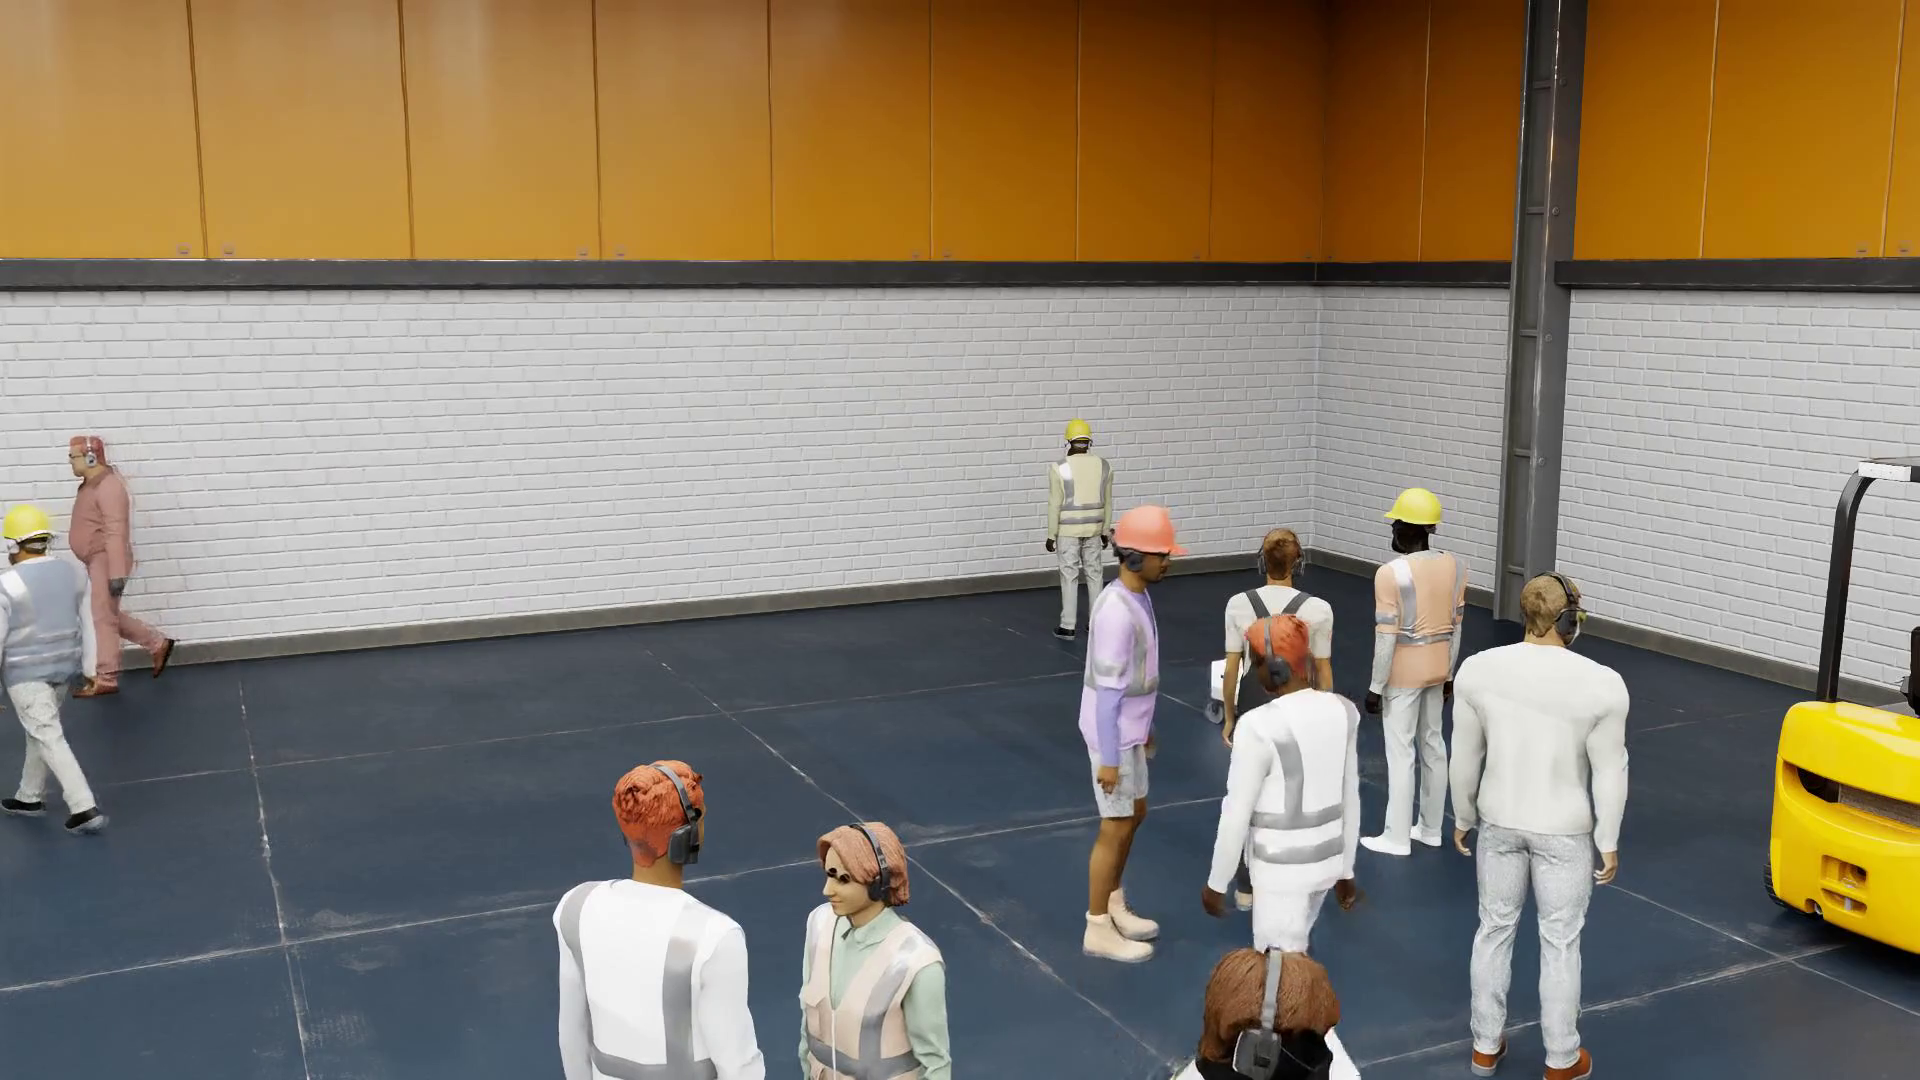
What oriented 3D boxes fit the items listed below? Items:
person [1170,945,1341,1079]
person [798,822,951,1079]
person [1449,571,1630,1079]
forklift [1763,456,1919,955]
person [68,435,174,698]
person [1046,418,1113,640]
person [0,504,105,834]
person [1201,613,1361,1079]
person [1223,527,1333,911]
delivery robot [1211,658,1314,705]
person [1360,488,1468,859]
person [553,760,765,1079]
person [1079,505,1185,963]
[{"bbox_3d":[0.434,1.635,3.116,0.549,1.820,0.653,5,10,27],"label":"person"},{"bbox_3d":[-0.232,1.524,4.354,0.311,1.638,0.521,-9,13,-44],"label":"person"},{"bbox_3d":[2.142,1.078,6.204,0.632,1.935,0.359,6,11,32],"label":"person"},{"bbox_3d":[4.857,0.731,7.561,2.313,2.155,1.214,-4,10,-25],"label":"forklift"},{"bbox_3d":[-6.093,0.173,11.972,0.638,1.887,0.658,-6,11,-35],"label":"person"},{"bbox_3d":[0.974,-0.089,13.765,0.597,1.831,0.403,-4,10,-23],"label":"person"},{"bbox_3d":[-4.996,0.695,9.042,0.911,1.792,0.603,4,10,23],"label":"person"},{"bbox_3d":[1.225,1.181,5.837,0.584,1.863,0.784,-8,12,-41],"label":"person"},{"bbox_3d":[1.500,0.856,7.865,0.516,1.842,0.329,3,10,18],"label":"person"},{"bbox_3d":[1.990,0.949,10.990,0.477,0.478,0.707,-6,11,-34],"label":"delivery robot"},{"bbox_3d":[2.350,0.688,8.644,0.592,1.929,0.356,-5,11,-30],"label":"person"},{"bbox_3d":[-0.703,1.455,4.033,0.573,1.883,0.355,5,11,30],"label":"person"},{"bbox_3d":[0.750,0.849,7.338,0.443,2.029,0.633,2,9,14],"label":"person"}]
